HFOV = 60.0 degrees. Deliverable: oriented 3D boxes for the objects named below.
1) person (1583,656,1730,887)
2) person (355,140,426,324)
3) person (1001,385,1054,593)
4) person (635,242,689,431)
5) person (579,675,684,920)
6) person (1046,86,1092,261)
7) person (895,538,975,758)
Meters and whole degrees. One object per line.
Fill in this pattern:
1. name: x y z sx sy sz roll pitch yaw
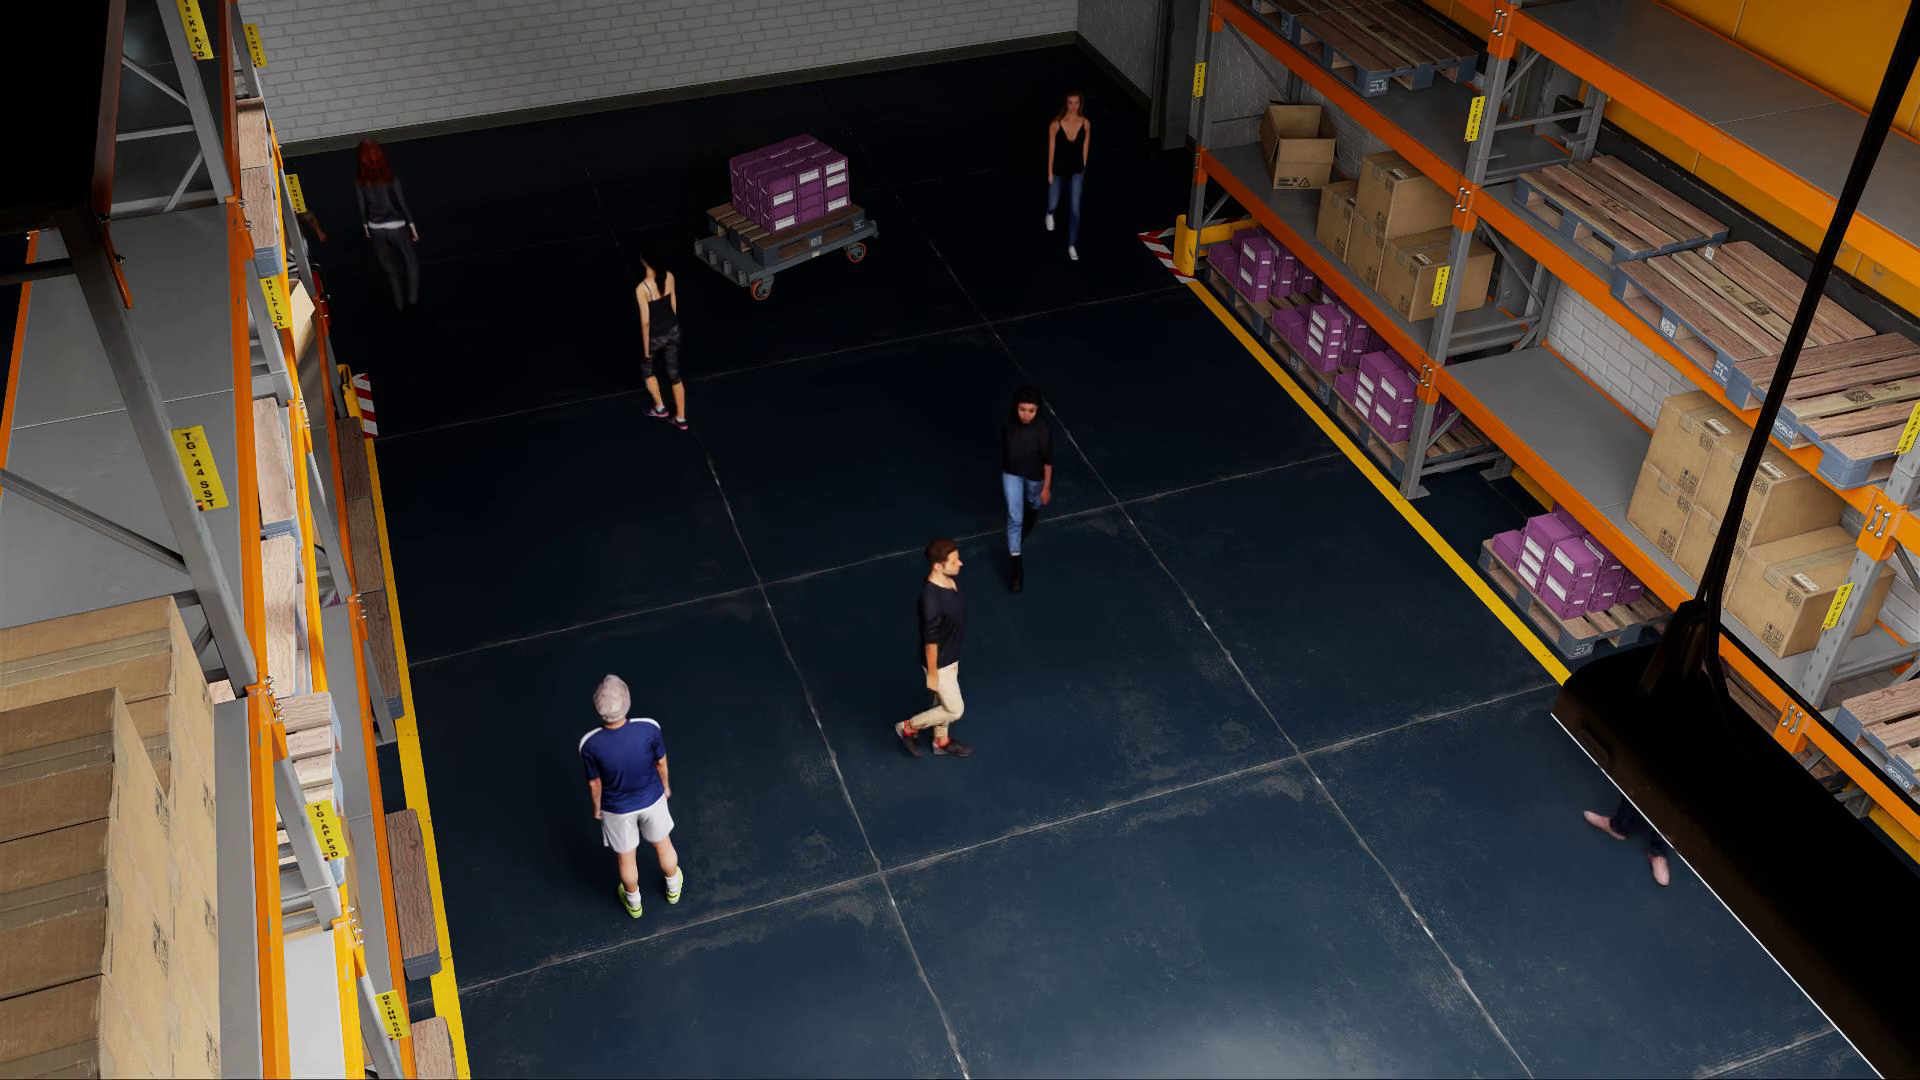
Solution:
1. person: 4.257 1.238 10.159 0.923 1.810 0.536 -1 39 -2
2. person: -5.232 -2.769 15.222 0.736 1.753 0.715 -1 39 -2
3. person: 0.487 -0.527 12.515 0.985 1.629 1.278 8 39 10
4. person: -2.434 -1.653 13.856 0.813 1.715 0.734 30 47 32
5. person: -1.931 1.517 9.788 0.632 1.838 0.545 -14 41 -17
6. person: 1.031 -3.662 16.382 0.743 1.702 1.049 -4 39 -5
7. person: -0.203 0.727 10.767 0.912 1.851 0.856 9 40 11
